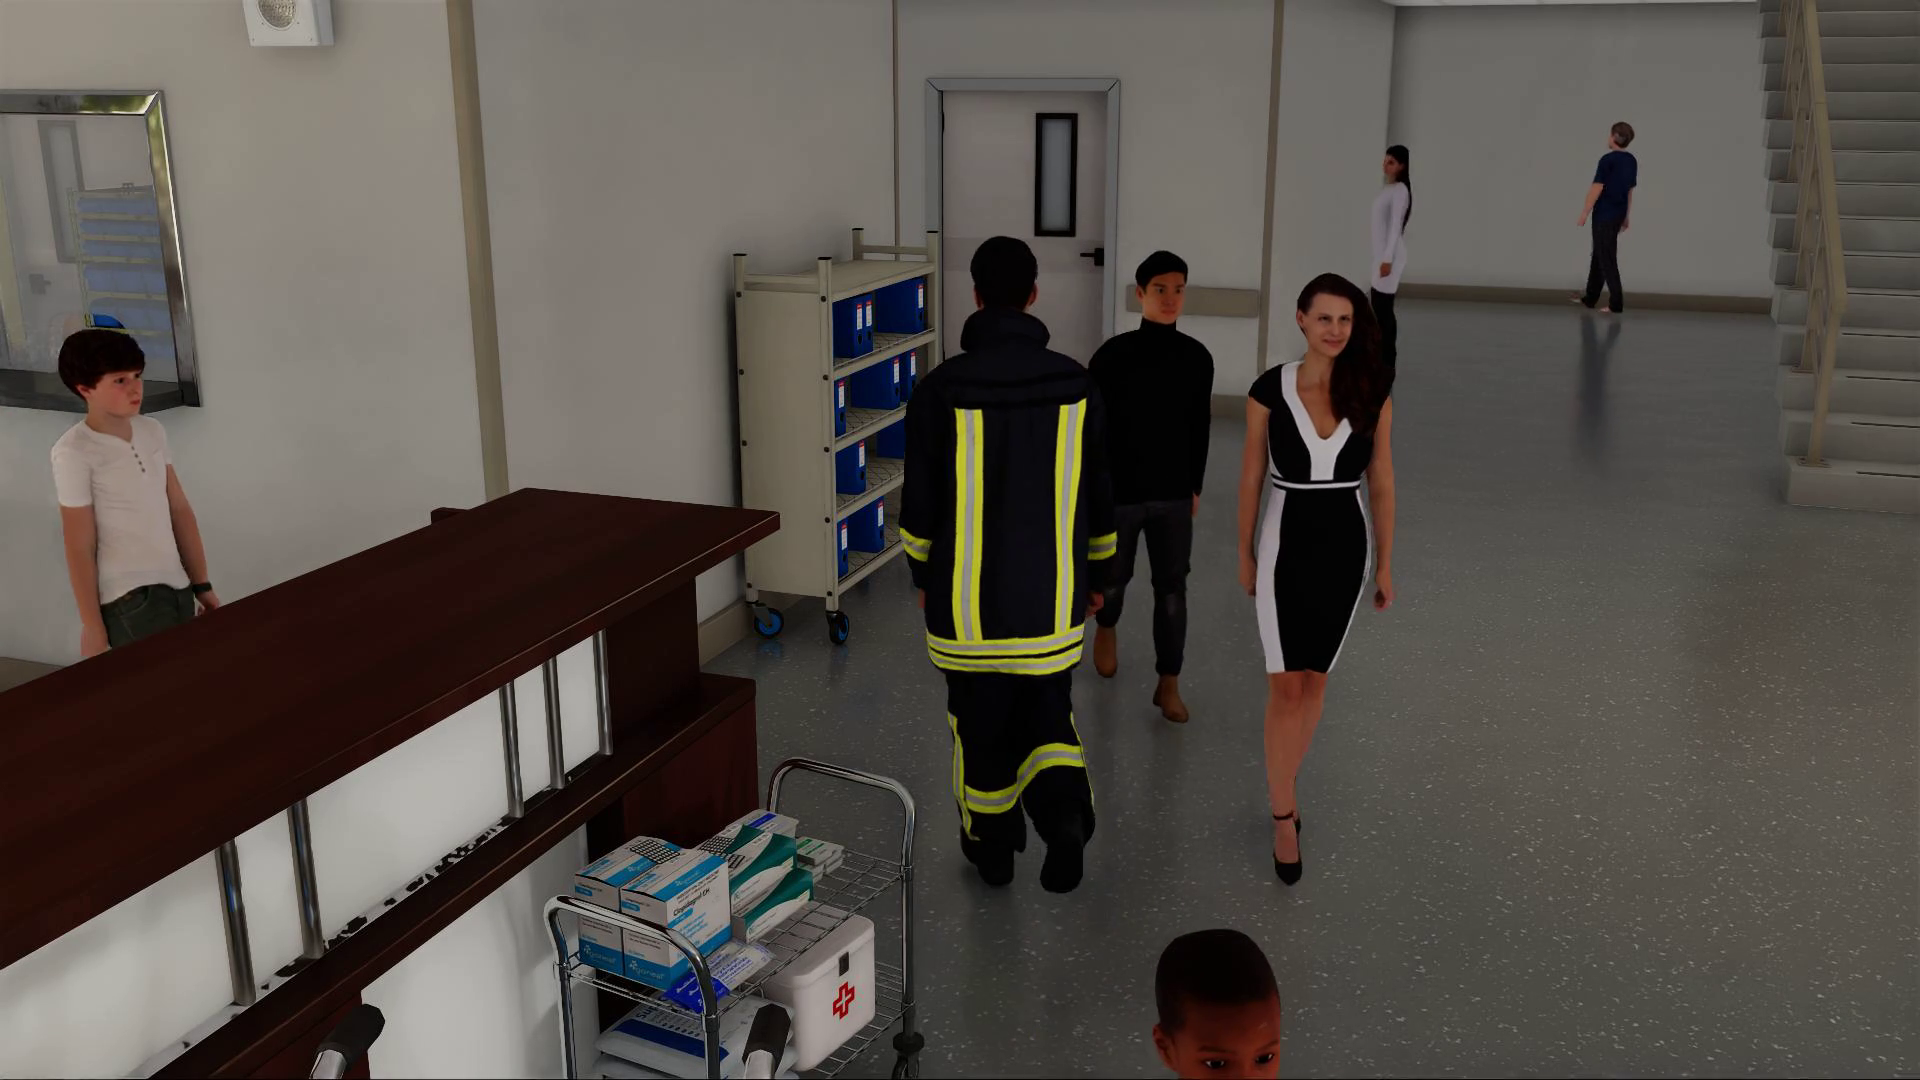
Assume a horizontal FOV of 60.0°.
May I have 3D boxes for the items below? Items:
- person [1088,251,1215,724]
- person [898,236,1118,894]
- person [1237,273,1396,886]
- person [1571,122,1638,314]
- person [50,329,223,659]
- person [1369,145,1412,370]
[{"bbox_3d":[0.669,-0.226,6.290,0.938,1.706,1.174,-1,16,-3],"label":"person"},{"bbox_3d":[0.150,0.134,4.645,1.066,1.905,1.155,-4,16,-13],"label":"person"},{"bbox_3d":[1.045,0.086,5.053,0.753,1.778,0.893,-1,16,-4],"label":"person"},{"bbox_3d":[6.435,-3.141,16.373,1.050,1.845,1.063,-10,18,-30],"label":"person"},{"bbox_3d":[-2.493,0.195,4.938,0.758,1.630,1.030,3,16,9],"label":"person"},{"bbox_3d":[3.374,-2.186,13.086,0.880,1.792,0.600,4,16,14],"label":"person"}]
